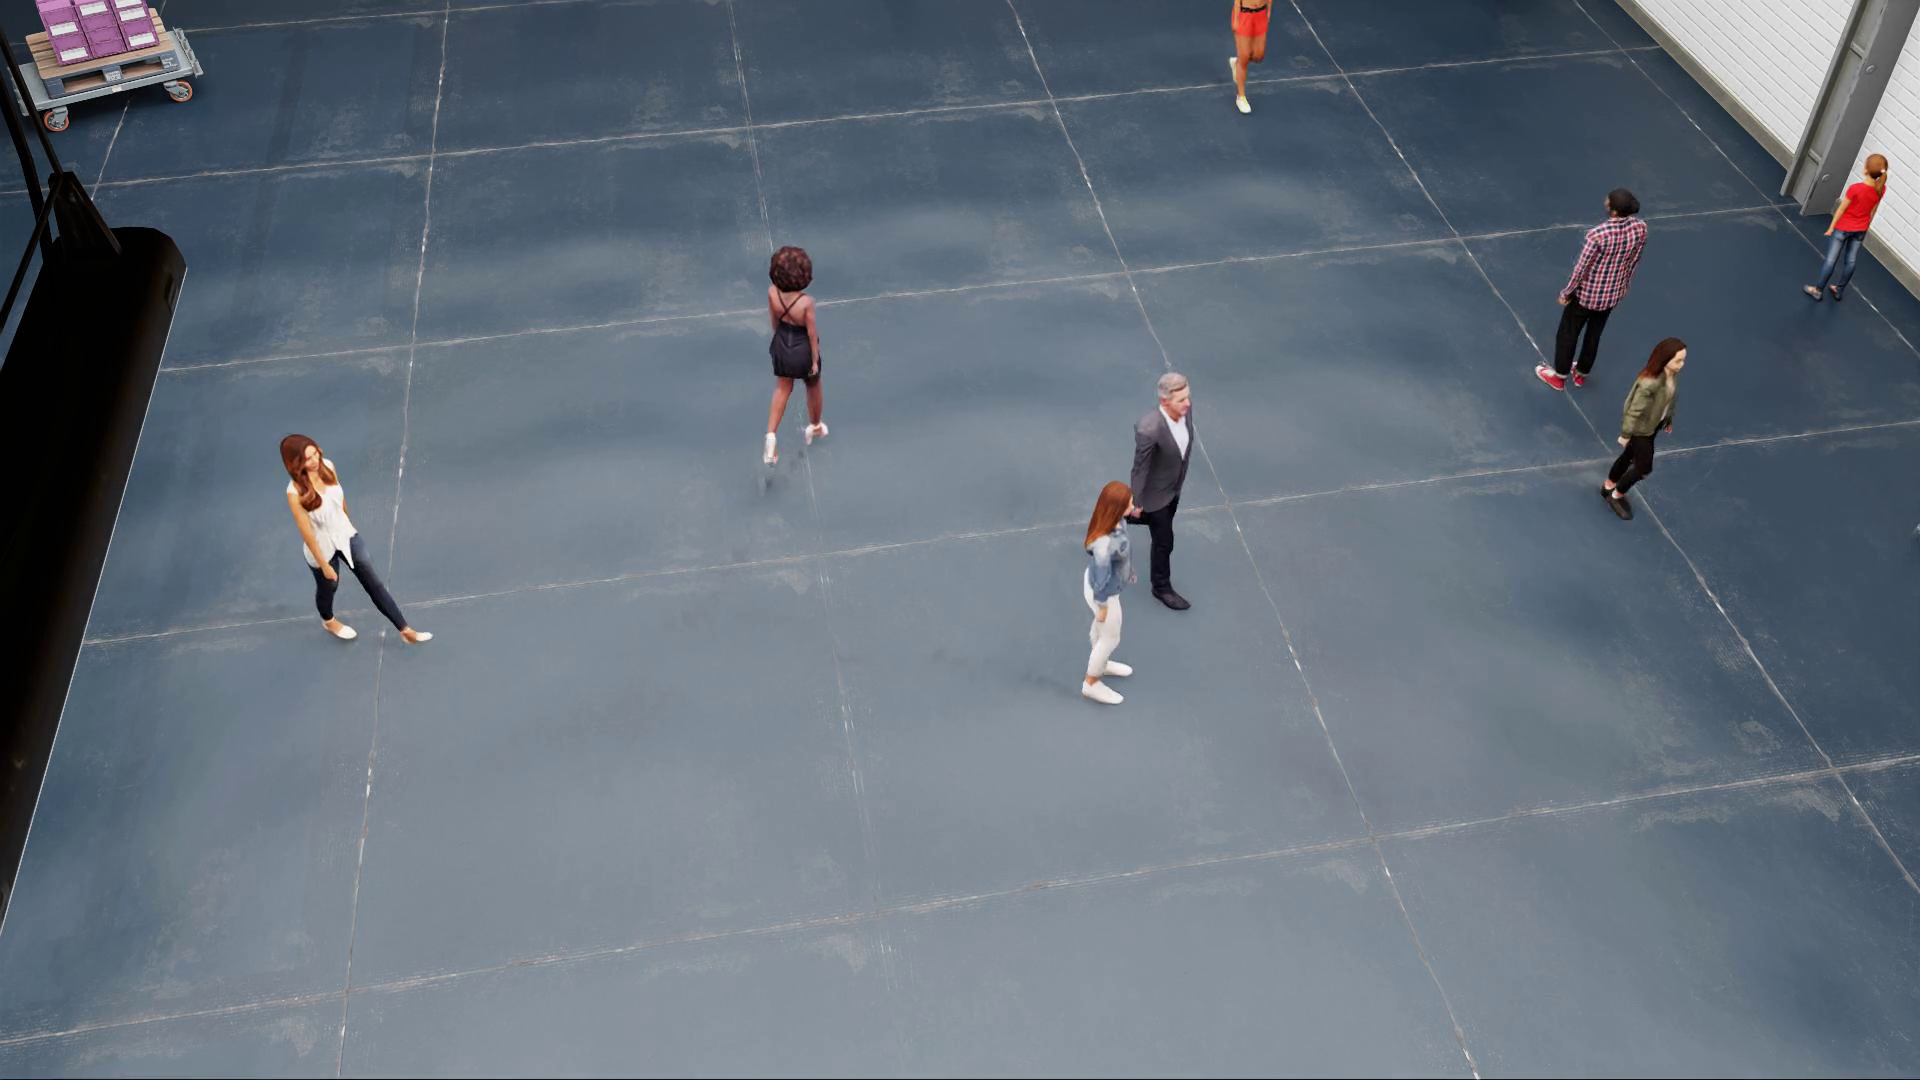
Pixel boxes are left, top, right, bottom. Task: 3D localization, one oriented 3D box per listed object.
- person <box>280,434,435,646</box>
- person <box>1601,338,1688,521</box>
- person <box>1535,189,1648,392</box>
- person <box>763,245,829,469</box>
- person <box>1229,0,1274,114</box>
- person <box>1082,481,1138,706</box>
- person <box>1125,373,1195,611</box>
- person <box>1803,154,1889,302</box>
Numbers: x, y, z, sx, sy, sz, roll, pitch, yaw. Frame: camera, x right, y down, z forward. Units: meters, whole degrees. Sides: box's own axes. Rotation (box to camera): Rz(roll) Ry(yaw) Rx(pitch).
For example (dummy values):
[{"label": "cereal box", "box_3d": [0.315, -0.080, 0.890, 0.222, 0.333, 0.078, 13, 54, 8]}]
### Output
[{"label": "person", "box_3d": [-4.055, 0.021, 10.529, 1.060, 1.744, 1.096, 17, 46, 17]}, {"label": "person", "box_3d": [4.724, -0.835, 11.629, 0.688, 1.467, 0.723, -34, 53, -30]}, {"label": "person", "box_3d": [4.786, -1.896, 12.535, 0.734, 1.752, 0.602, -6, 44, -6]}, {"label": "person", "box_3d": [-1.222, -1.264, 11.861, 0.877, 1.767, 1.051, 16, 46, 17]}, {"label": "person", "box_3d": [2.706, -4.967, 15.743, 0.627, 1.774, 0.850, -12, 45, -12]}, {"label": "person", "box_3d": [0.846, 0.283, 10.288, 0.764, 1.698, 0.633, 6, 44, 6]}, {"label": "person", "box_3d": [1.245, -0.391, 10.913, 1.228, 1.810, 1.144, 29, 51, 27]}, {"label": "person", "box_3d": [7.254, -2.534, 13.527, 0.491, 1.308, 0.498, -1, 44, -1]}]
